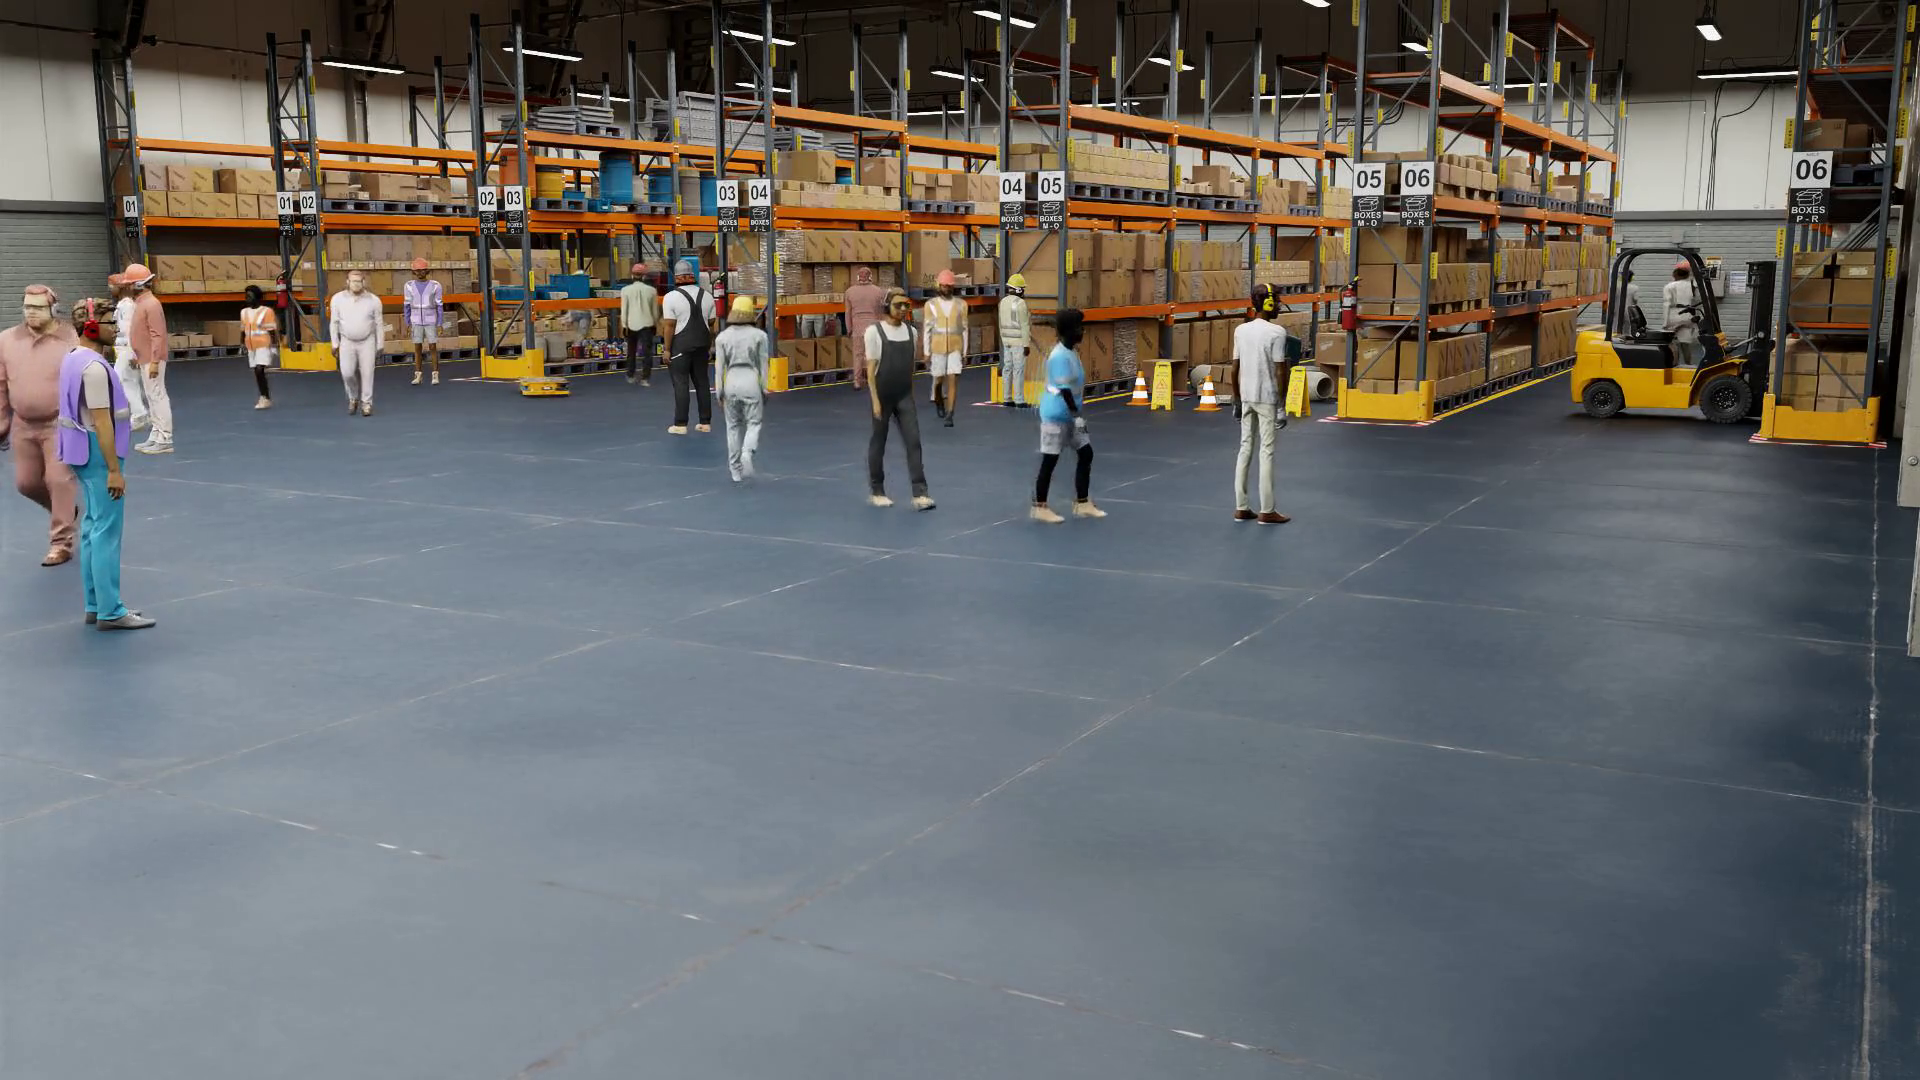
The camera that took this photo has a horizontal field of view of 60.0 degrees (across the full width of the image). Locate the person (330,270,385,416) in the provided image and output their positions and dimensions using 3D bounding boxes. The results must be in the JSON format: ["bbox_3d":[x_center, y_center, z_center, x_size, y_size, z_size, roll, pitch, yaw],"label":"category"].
[{"bbox_3d":[-7.785,-2.537,21.514,0.677,1.890,0.435,-3,10,-17],"label":"person"}]

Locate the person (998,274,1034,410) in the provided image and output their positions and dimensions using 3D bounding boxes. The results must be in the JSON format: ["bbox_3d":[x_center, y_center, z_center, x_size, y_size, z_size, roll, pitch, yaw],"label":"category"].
[{"bbox_3d":[0.767,-2.682,22.551,0.404,1.833,0.590,-6,12,-33],"label":"person"}]

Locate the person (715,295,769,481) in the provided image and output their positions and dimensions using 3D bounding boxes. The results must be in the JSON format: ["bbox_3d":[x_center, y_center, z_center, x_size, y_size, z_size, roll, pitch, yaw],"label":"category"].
[{"bbox_3d":[-2.004,-1.380,15.234,0.496,1.718,0.508,0,10,1],"label":"person"}]

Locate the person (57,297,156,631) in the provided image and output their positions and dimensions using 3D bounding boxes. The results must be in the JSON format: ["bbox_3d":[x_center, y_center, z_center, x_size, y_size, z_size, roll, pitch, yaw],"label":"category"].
[{"bbox_3d":[-4.789,-0.416,9.243,0.377,1.844,0.570,-8,12,-38],"label":"person"}]

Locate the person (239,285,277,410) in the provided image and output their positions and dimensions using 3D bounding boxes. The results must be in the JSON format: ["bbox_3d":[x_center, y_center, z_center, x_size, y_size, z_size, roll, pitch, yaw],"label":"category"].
[{"bbox_3d":[-9.479,-2.570,22.309,0.552,1.680,0.563,4,10,21],"label":"person"}]

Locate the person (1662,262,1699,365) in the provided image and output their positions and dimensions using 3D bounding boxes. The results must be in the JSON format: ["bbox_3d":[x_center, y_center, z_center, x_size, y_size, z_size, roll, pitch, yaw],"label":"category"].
[{"bbox_3d":[11.818,-3.579,27.382,0.670,1.962,1.069,0,10,-1],"label":"person"}]

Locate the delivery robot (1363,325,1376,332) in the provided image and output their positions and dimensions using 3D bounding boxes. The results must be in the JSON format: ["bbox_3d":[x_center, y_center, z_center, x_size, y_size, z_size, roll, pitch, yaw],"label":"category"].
[{"bbox_3d":[9.399,-4.649,37.526,0.707,0.478,0.477,1,10,4],"label":"delivery robot"}]

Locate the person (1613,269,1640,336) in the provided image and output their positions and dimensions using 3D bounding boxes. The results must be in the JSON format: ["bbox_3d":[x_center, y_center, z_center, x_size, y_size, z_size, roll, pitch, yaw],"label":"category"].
[{"bbox_3d":[13.064,-4.415,32.732,0.514,1.832,0.967,4,10,21],"label":"person"}]

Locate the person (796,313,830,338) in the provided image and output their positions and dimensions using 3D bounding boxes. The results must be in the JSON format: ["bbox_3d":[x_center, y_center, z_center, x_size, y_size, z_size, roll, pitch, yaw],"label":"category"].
[{"bbox_3d":[-2.611,-3.924,29.543,0.625,1.931,0.368,0,10,-2],"label":"person"}]

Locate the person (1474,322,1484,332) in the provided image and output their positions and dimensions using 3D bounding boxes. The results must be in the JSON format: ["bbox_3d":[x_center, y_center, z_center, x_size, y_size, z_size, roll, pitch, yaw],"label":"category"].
[{"bbox_3d":[10.283,-4.390,32.333,0.642,1.909,0.399,3,10,19],"label":"person"}]

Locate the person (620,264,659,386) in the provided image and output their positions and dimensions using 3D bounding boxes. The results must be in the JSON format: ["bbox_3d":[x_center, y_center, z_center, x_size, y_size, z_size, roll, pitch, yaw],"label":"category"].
[{"bbox_3d":[-5.177,-3.467,26.845,0.622,1.929,1.043,-3,10,-19],"label":"person"}]

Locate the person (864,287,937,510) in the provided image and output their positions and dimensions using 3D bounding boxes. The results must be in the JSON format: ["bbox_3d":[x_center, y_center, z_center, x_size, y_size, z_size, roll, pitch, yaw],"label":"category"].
[{"bbox_3d":[-0.506,-1.130,13.492,0.505,1.812,0.873,-6,11,-29],"label":"person"}]

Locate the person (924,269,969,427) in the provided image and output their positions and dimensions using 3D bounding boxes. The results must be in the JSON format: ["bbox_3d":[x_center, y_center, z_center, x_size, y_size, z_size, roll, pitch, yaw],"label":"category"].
[{"bbox_3d":[-0.168,-2.359,20.415,0.548,1.920,0.671,0,10,-1],"label":"person"}]

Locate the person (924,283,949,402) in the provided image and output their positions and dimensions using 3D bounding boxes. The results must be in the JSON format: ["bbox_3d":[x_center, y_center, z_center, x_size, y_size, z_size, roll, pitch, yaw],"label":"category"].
[{"bbox_3d":[-0.215,-2.842,23.810,0.544,1.713,0.908,5,11,25],"label":"person"}]

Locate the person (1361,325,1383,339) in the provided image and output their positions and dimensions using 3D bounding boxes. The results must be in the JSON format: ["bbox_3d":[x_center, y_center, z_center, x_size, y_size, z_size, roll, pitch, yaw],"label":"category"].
[{"bbox_3d":[7.568,-4.044,30.358,0.556,1.905,0.943,4,11,23],"label":"person"}]

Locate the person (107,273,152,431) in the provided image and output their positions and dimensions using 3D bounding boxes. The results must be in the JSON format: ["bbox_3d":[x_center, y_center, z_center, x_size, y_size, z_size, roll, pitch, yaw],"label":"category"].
[{"bbox_3d":[-9.870,-2.203,19.658,0.413,1.872,0.577,-5,11,-25],"label":"person"}]

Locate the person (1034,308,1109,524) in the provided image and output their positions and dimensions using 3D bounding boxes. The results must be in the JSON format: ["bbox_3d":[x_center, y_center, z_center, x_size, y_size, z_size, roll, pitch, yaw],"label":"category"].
[{"bbox_3d":[0.872,-0.935,12.792,0.684,1.669,0.533,4,10,22],"label":"person"}]

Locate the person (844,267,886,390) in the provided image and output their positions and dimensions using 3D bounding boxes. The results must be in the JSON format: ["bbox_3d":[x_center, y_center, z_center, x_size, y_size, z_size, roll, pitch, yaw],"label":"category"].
[{"bbox_3d":[-1.453,-3.259,25.732,0.639,1.903,0.409,1,10,3],"label":"person"}]

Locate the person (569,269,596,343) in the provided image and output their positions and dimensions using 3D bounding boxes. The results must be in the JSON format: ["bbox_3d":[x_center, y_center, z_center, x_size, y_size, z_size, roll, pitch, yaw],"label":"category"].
[{"bbox_3d":[-7.427,-4.388,32.590,0.599,1.810,0.754,6,11,29],"label":"person"}]

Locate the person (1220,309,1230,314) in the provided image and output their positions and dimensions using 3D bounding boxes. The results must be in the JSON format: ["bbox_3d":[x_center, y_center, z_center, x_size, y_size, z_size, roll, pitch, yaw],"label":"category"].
[{"bbox_3d":[6.445,-5.670,40.622,0.372,1.623,0.540,4,10,21],"label":"person"}]

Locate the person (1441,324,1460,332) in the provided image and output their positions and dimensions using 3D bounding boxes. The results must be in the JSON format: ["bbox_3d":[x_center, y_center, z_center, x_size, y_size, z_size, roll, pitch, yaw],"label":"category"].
[{"bbox_3d":[11.412,-5.254,38.291,0.858,1.581,0.621,8,13,40],"label":"person"}]

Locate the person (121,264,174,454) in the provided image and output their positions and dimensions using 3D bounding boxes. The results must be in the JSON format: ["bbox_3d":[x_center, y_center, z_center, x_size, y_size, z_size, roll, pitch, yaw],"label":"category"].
[{"bbox_3d":[-8.569,-1.907,17.558,0.392,1.988,0.609,-7,12,-35],"label":"person"}]

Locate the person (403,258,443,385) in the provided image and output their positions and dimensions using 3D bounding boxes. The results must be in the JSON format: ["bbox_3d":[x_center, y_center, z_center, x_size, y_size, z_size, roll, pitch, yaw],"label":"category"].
[{"bbox_3d":[-8.628,-3.506,26.757,0.615,2.042,0.372,-1,10,-6],"label":"person"}]

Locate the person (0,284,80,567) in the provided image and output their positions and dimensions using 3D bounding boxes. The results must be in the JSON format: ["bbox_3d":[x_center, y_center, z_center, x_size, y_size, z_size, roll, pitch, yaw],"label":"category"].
[{"bbox_3d":[-6.183,-0.792,11.321,0.663,1.888,0.674,-1,10,-4],"label":"person"}]

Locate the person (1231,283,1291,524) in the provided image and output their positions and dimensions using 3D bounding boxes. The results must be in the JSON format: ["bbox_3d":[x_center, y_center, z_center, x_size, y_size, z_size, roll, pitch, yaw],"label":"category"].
[{"bbox_3d":[2.336,-1.056,12.941,0.334,1.865,0.517,-8,13,-40],"label":"person"}]

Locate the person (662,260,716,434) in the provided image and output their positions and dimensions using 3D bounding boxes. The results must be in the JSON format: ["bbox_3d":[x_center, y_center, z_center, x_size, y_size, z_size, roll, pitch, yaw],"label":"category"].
[{"bbox_3d":[-3.226,-2.268,19.515,0.688,2.000,0.536,-9,13,-42],"label":"person"}]

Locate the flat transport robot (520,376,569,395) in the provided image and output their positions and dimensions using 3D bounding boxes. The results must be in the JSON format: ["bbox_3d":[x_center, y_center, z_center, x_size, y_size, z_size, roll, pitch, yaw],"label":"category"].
[{"bbox_3d":[-6.260,-2.327,25.039,0.652,0.197,1.431,-3,10,-16],"label":"flat transport robot"}]

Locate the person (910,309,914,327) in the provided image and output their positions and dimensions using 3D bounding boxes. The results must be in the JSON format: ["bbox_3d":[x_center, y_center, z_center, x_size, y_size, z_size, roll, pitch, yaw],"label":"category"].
[{"bbox_3d":[-1.478,-6.615,45.273,0.375,1.935,0.551,6,11,31],"label":"person"}]
